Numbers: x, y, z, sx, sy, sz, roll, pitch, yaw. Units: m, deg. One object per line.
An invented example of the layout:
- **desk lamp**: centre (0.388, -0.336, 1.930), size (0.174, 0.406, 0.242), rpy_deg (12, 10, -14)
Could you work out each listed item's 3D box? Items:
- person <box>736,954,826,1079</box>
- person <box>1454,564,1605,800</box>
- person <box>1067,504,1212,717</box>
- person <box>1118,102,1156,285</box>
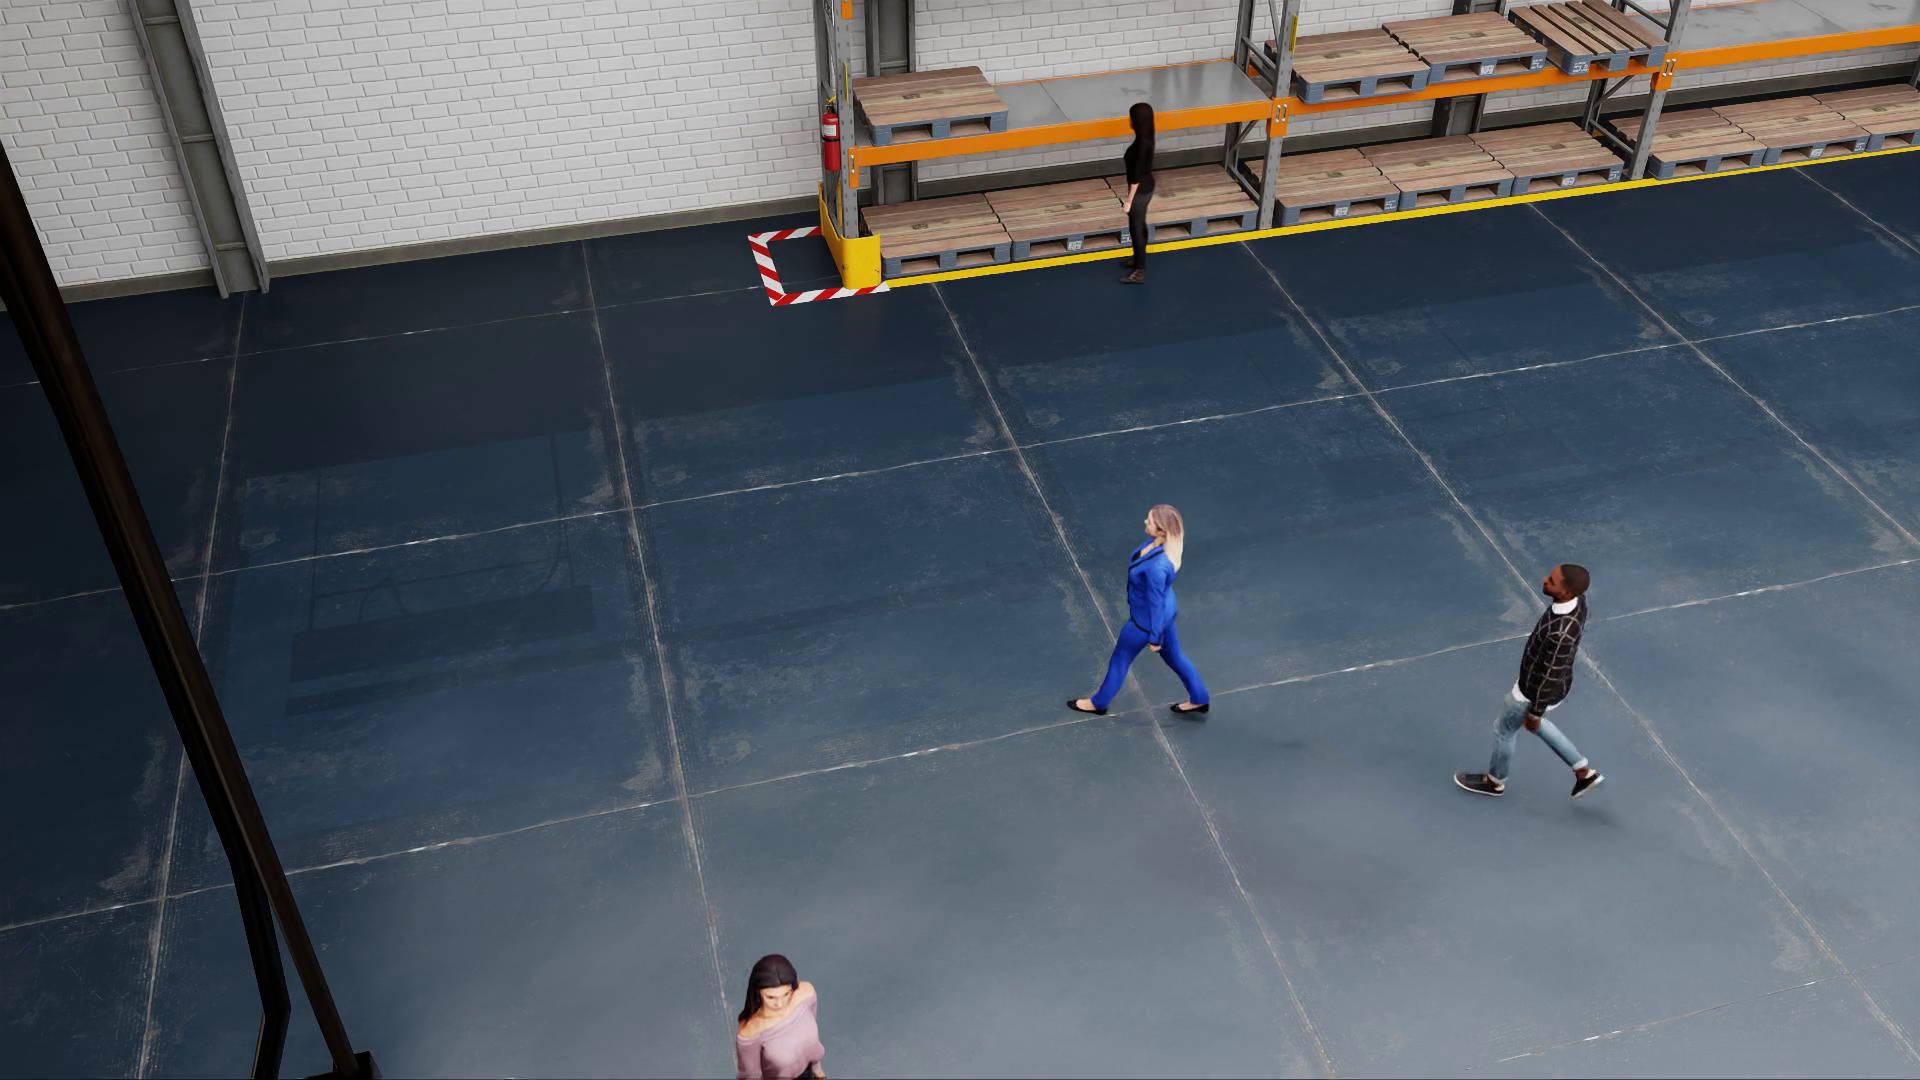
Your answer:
- **person**: centre (-0.821, 2.483, 7.553), size (0.750, 1.812, 0.638), rpy_deg (30, 48, 32)
- **person**: centre (3.437, 0.869, 9.585), size (1.130, 1.798, 1.068), rpy_deg (19, 42, 22)
- **person**: centre (1.275, 0.492, 10.173), size (1.210, 1.654, 1.002), rpy_deg (10, 40, 12)
- **person**: centre (1.602, -3.062, 14.636), size (0.641, 1.638, 0.651), rpy_deg (7, 39, 8)
